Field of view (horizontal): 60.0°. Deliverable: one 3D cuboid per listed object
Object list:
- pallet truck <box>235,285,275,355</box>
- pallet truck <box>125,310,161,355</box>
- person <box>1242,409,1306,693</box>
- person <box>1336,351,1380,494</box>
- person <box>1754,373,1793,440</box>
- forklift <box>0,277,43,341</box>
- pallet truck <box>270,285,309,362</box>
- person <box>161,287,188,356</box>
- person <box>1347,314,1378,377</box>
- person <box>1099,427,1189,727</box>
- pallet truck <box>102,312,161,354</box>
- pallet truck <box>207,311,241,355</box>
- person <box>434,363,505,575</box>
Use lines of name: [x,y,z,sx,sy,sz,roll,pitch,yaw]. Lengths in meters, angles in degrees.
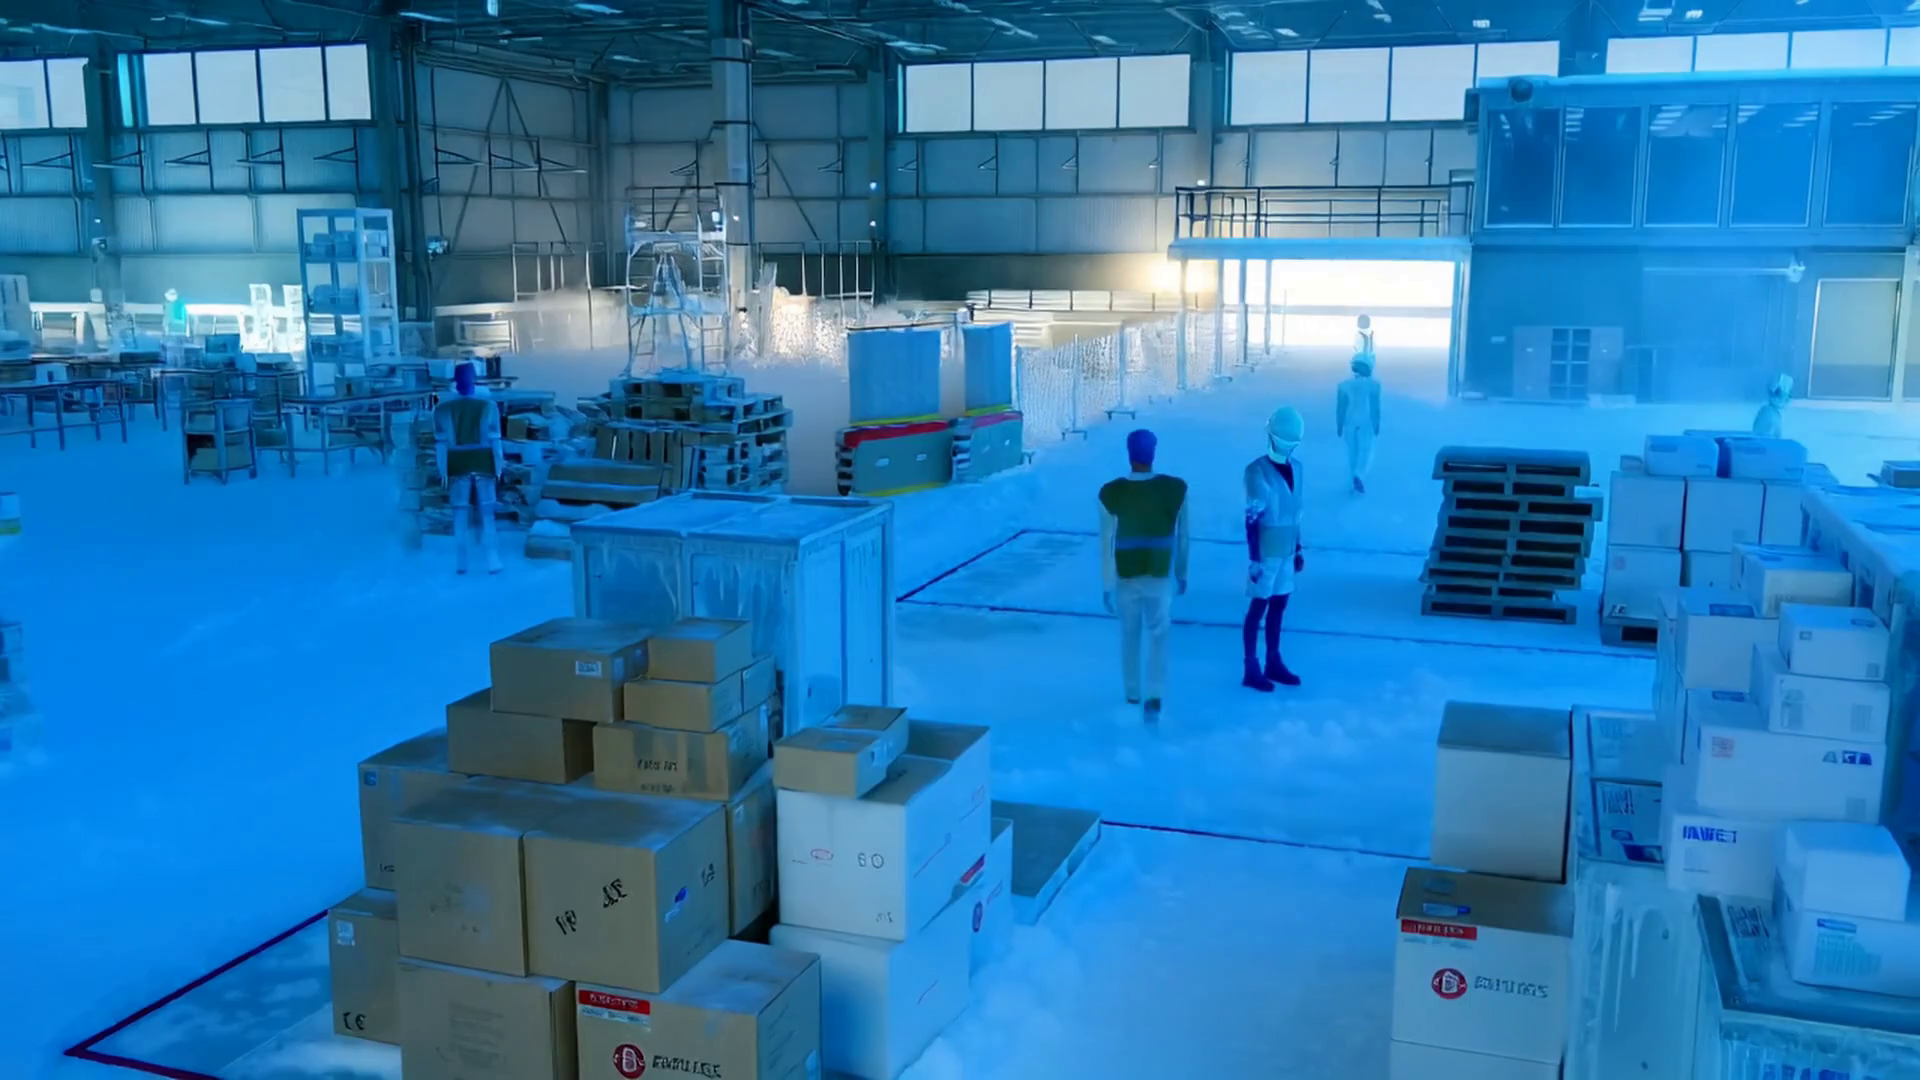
pallet truck: [-18.327,-5.835,44.421,0.823,1.965,1.885,4,11,23]
pallet truck: [-22.038,-5.665,45.457,0.704,1.261,1.522,3,11,17]
person: [2.170,0.068,11.370,0.542,1.930,0.374,-8,13,-39]
person: [4.814,-1.410,20.153,0.533,1.753,0.439,5,11,25]
person: [7.561,-0.657,15.699,0.783,1.850,0.516,6,11,29]
forklift: [-27.151,-6.329,46.328,1.157,1.987,2.680,3,11,17]
pallet truck: [-17.147,-5.700,43.663,0.823,1.965,1.885,3,11,17]
person: [-18.512,-4.923,39.191,0.406,2.034,0.608,7,12,35]
person: [7.035,-3.046,29.170,0.539,1.832,0.483,-2,10,-13]
person: [1.179,0.221,10.662,0.586,1.887,0.957,1,10,5]
pallet truck: [-23.057,-5.777,46.261,0.680,1.201,1.601,3,11,19]
pallet truck: [-19.537,-5.575,44.913,0.653,1.274,1.630,3,11,19]
person: [-4.504,-0.648,15.316,0.603,1.959,0.375,-2,10,-12]
